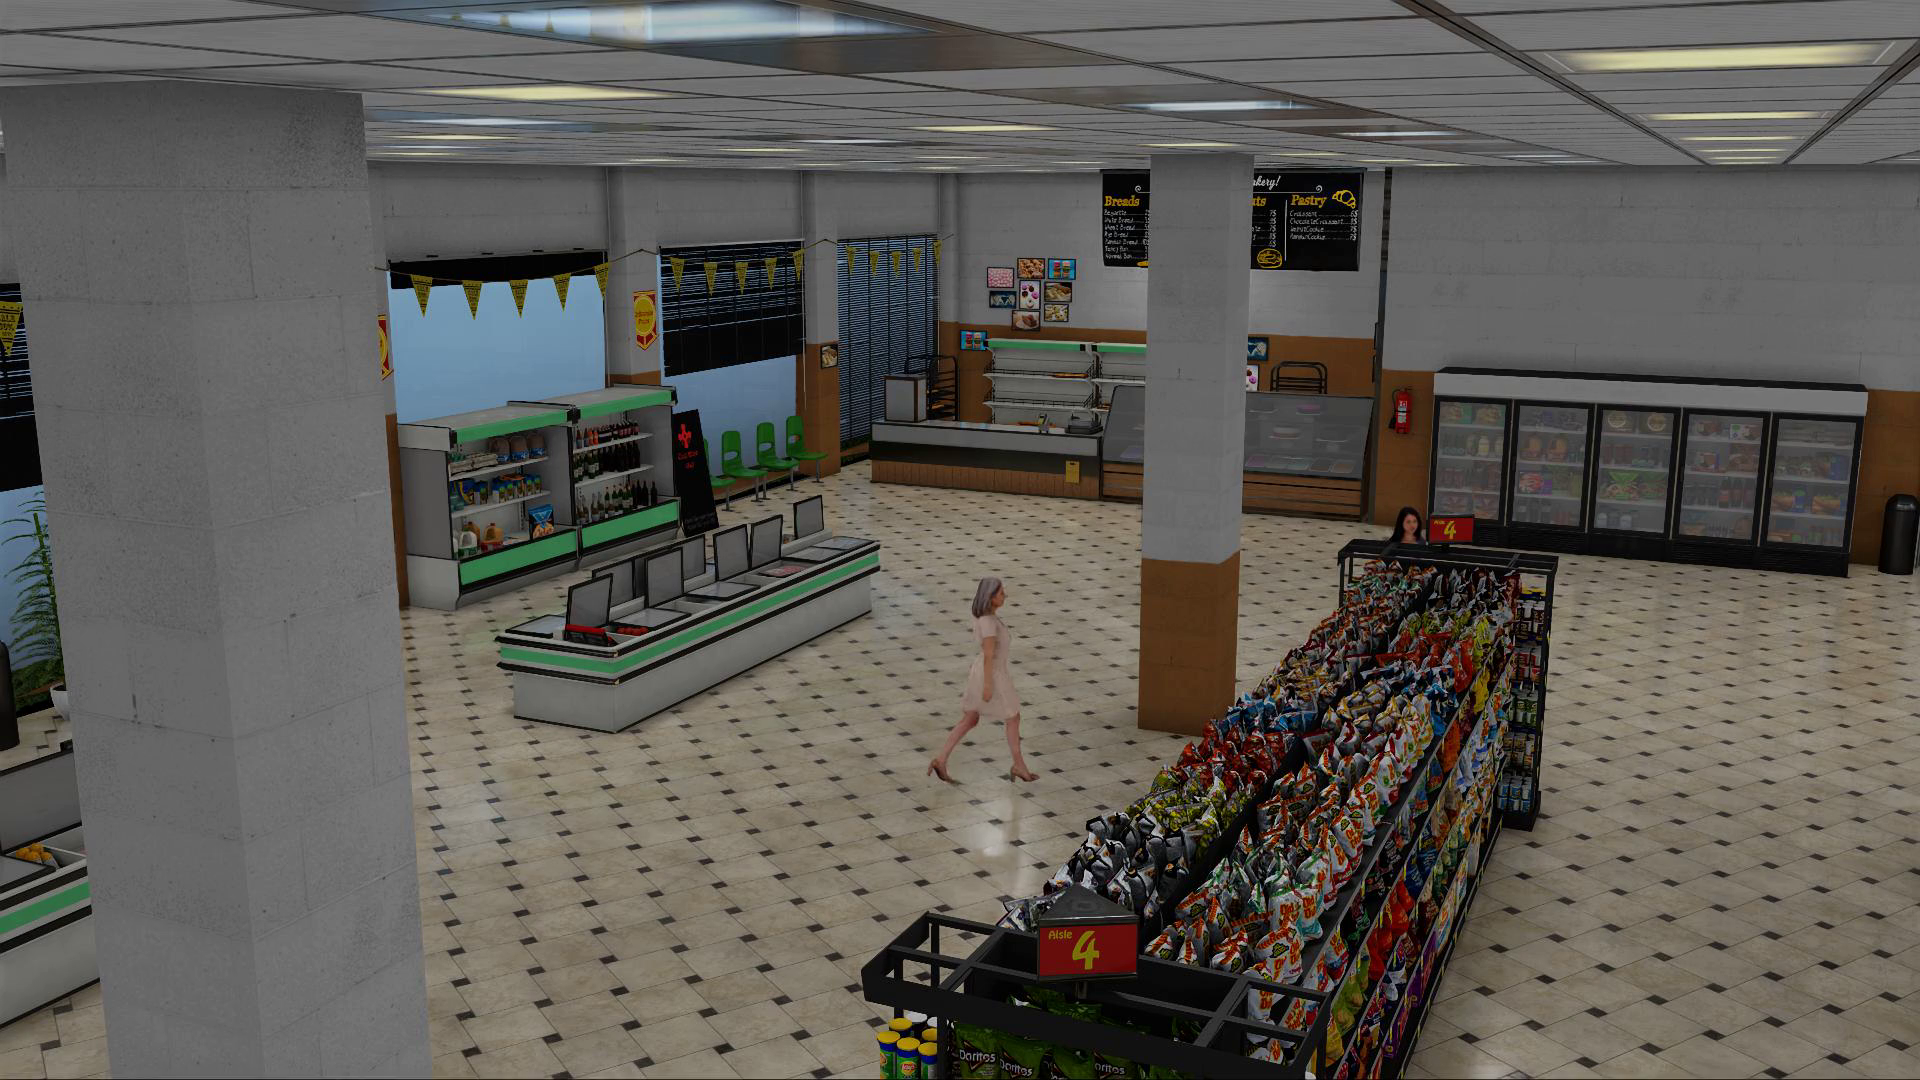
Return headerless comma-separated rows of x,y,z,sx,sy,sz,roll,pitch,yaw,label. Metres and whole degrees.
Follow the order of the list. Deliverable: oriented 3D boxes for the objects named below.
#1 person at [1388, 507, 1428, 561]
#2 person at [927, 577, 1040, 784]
4.336,0.496,16.359,0.956,1.661,1.122,-2,12,-9,person
0.132,1.158,13.131,1.107,1.695,1.147,-2,12,-11,person
